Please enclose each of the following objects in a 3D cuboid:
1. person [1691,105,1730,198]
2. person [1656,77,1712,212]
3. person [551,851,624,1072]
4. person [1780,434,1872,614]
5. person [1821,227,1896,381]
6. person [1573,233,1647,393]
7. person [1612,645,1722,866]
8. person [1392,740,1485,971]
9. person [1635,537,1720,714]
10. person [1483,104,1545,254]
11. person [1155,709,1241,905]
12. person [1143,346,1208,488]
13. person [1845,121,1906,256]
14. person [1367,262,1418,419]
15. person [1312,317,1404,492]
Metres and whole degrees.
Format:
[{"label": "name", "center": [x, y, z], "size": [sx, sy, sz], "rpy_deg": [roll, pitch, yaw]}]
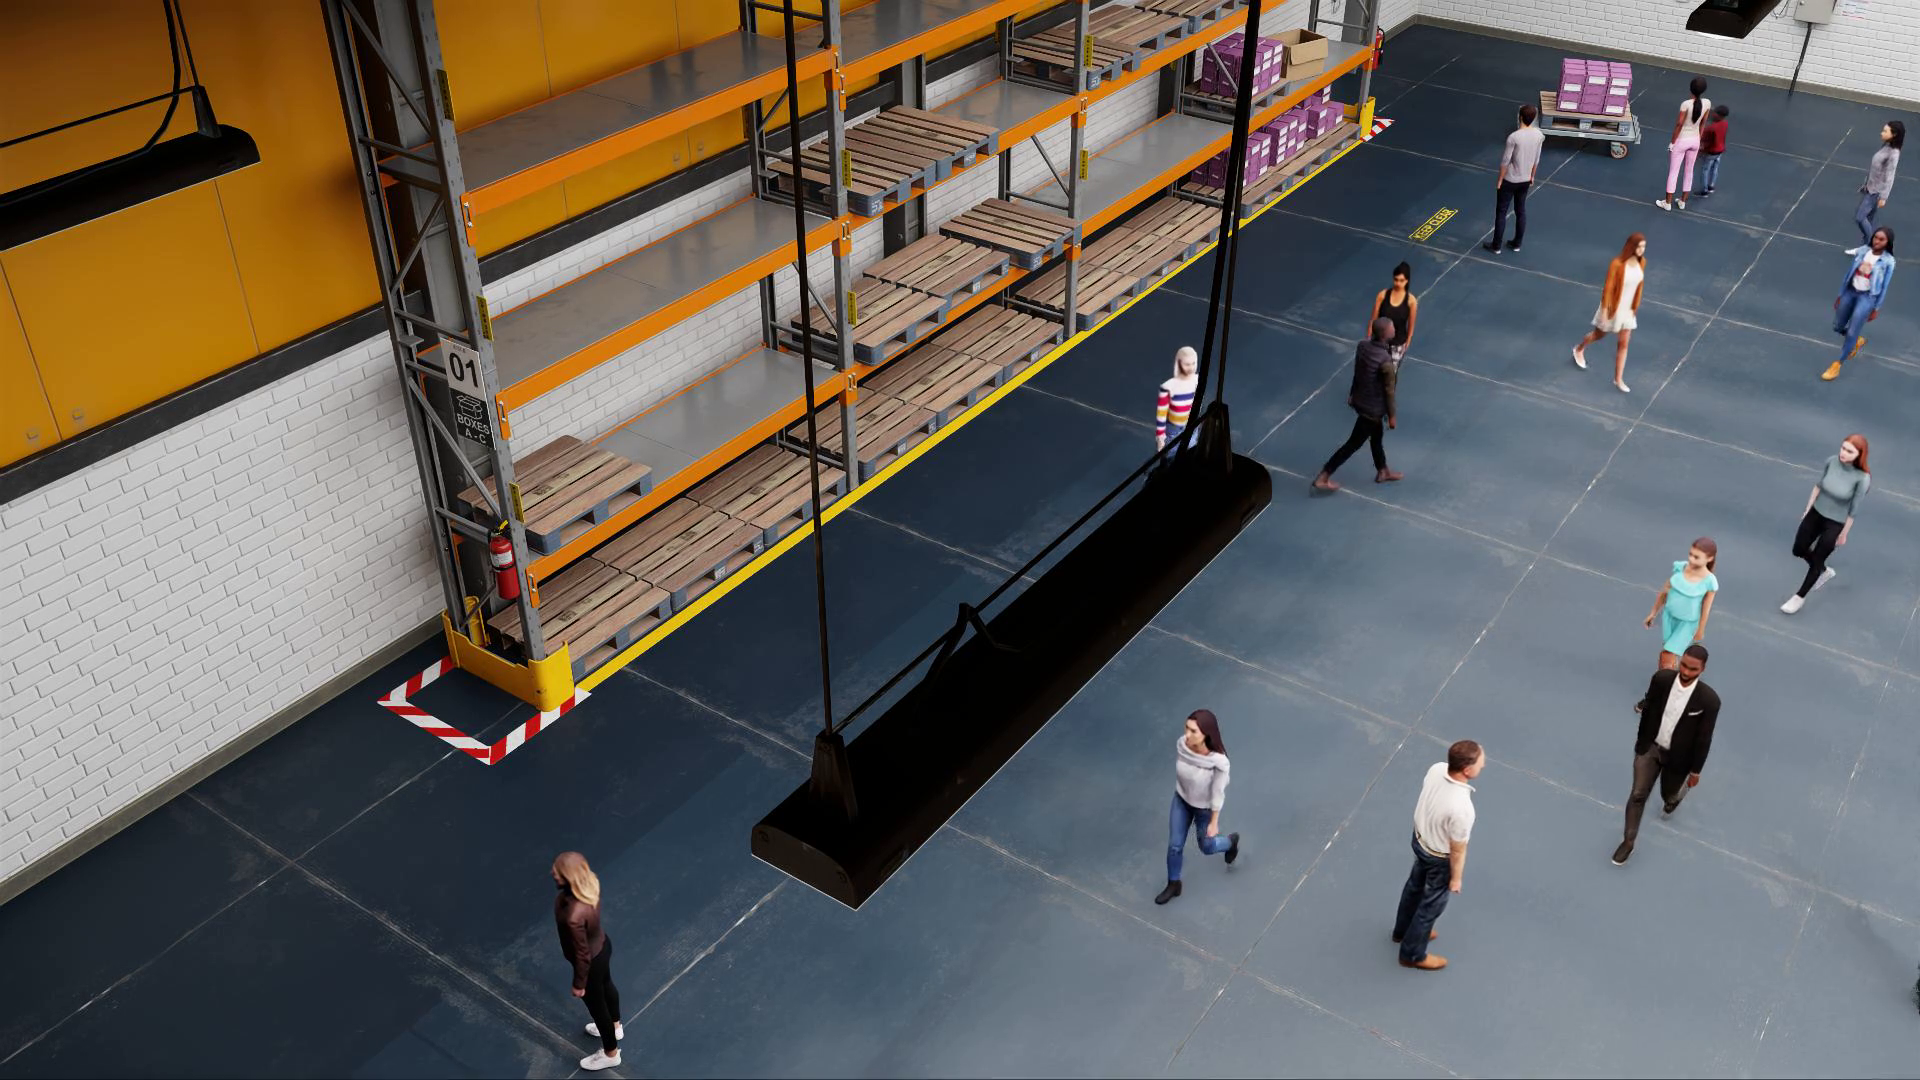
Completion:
[{"label": "person", "center": [9.954, -5.142, 21.988], "size": [0.639, 1.232, 0.724], "rpy_deg": [-8, 34, -12]}, {"label": "person", "center": [9.390, -5.125, 21.500], "size": [0.645, 1.744, 0.704], "rpy_deg": [-5, 34, -8]}, {"label": "person", "center": [-2.228, 2.518, 10.037], "size": [0.737, 1.704, 0.634], "rpy_deg": [0, 34, 0]}, {"label": "person", "center": [7.367, -0.153, 14.026], "size": [0.903, 1.735, 0.803], "rpy_deg": [-14, 36, -20]}, {"label": "person", "center": [9.585, -2.537, 17.645], "size": [1.007, 1.700, 0.825], "rpy_deg": [-20, 38, -27]}, {"label": "person", "center": [6.879, -2.476, 17.567], "size": [1.125, 1.685, 1.133], "rpy_deg": [-8, 35, -12]}, {"label": "person", "center": [4.958, 1.441, 11.594], "size": [0.776, 1.773, 1.136], "rpy_deg": [29, 43, 36]}, {"label": "person", "center": [3.043, 2.001, 10.685], "size": [0.818, 1.847, 0.743], "rpy_deg": [-3, 34, -5]}, {"label": "person", "center": [5.708, 0.614, 13.052], "size": [0.894, 1.537, 0.759], "rpy_deg": [-15, 37, -22]}, {"label": "person", "center": [6.813, -4.419, 20.351], "size": [0.695, 1.840, 0.785], "rpy_deg": [-9, 35, -14]}, {"label": "person", "center": [1.659, 1.777, 11.239], "size": [1.013, 1.607, 0.724], "rpy_deg": [-27, 42, -35]}, {"label": "person", "center": [1.946, -0.983, 15.238], "size": [1.169, 1.776, 1.111], "rpy_deg": [-13, 36, -19]}, {"label": "person", "center": [11.228, -4.242, 20.192], "size": [0.773, 1.721, 0.645], "rpy_deg": [9, 35, 13]}, {"label": "person", "center": [4.392, -2.070, 16.985], "size": [0.648, 1.653, 0.661], "rpy_deg": [12, 35, 17]}, {"label": "person", "center": [3.753, -1.212, 15.572], "size": [1.283, 1.788, 1.202], "rpy_deg": [-7, 34, -11]}]
